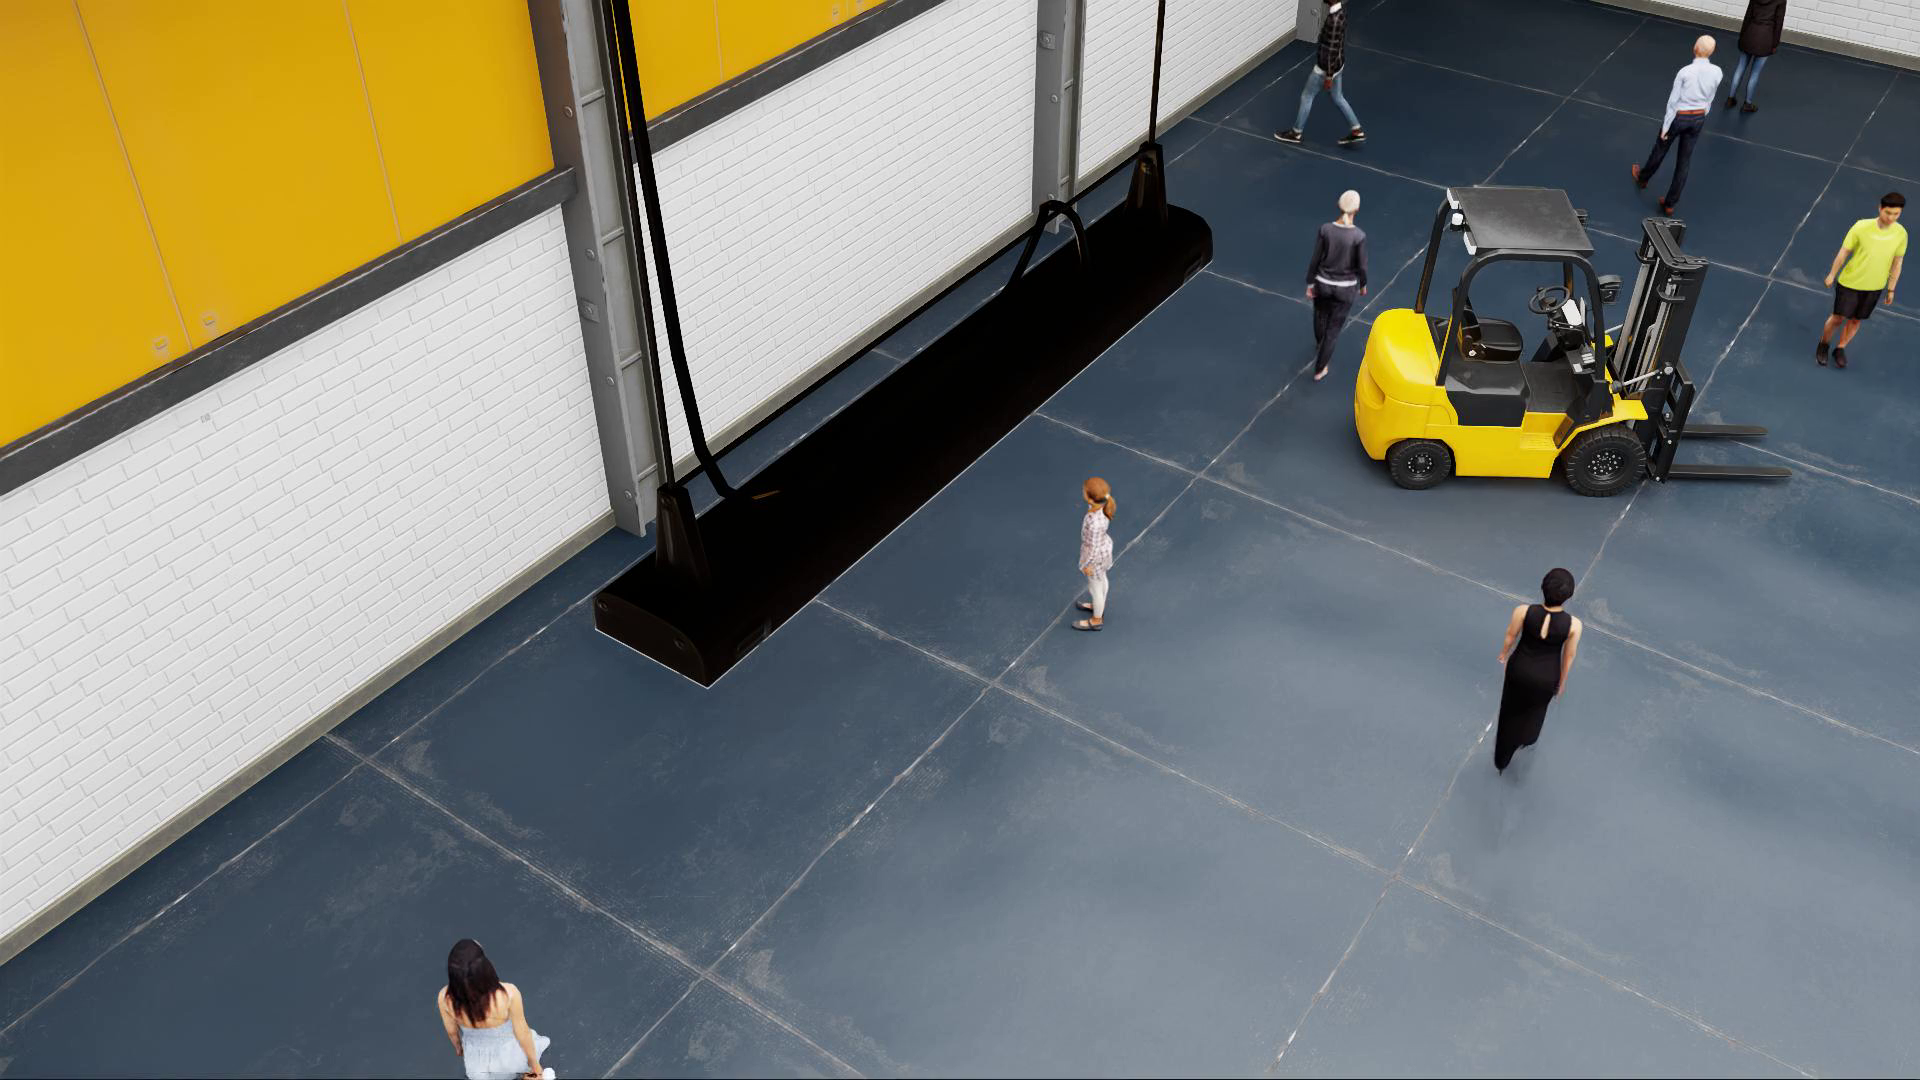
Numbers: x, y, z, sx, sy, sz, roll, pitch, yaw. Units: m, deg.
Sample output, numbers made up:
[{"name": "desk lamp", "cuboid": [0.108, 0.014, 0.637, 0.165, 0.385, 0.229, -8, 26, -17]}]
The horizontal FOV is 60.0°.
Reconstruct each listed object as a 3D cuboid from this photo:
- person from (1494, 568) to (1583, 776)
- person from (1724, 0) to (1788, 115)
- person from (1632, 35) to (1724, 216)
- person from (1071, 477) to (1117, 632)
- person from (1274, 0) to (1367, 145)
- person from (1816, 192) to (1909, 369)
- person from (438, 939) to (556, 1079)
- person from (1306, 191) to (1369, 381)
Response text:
[{"name": "person", "cuboid": [3.603, 0.887, 10.509, 0.691, 1.588, 0.806, 12, 40, 15]}, {"name": "person", "cuboid": [8.924, -5.596, 18.591, 0.695, 1.633, 0.700, -27, 46, -29]}, {"name": "person", "cuboid": [7.264, -4.106, 16.624, 1.029, 1.760, 1.185, 1, 39, 1]}, {"name": "person", "cuboid": [0.973, 0.086, 11.734, 0.646, 1.310, 0.529, 9, 39, 11]}, {"name": "person", "cuboid": [4.037, -5.024, 17.755, 0.971, 1.782, 1.229, 13, 41, 16]}, {"name": "person", "cuboid": [7.803, -2.294, 14.410, 0.768, 1.691, 0.770, 5, 39, 6]}, {"name": "person", "cuboid": [-2.293, 2.641, 8.217, 0.933, 1.707, 1.009, -4, 39, -5]}, {"name": "person", "cuboid": [3.181, -2.142, 14.212, 0.681, 1.699, 0.964, 20, 43, 23]}]
